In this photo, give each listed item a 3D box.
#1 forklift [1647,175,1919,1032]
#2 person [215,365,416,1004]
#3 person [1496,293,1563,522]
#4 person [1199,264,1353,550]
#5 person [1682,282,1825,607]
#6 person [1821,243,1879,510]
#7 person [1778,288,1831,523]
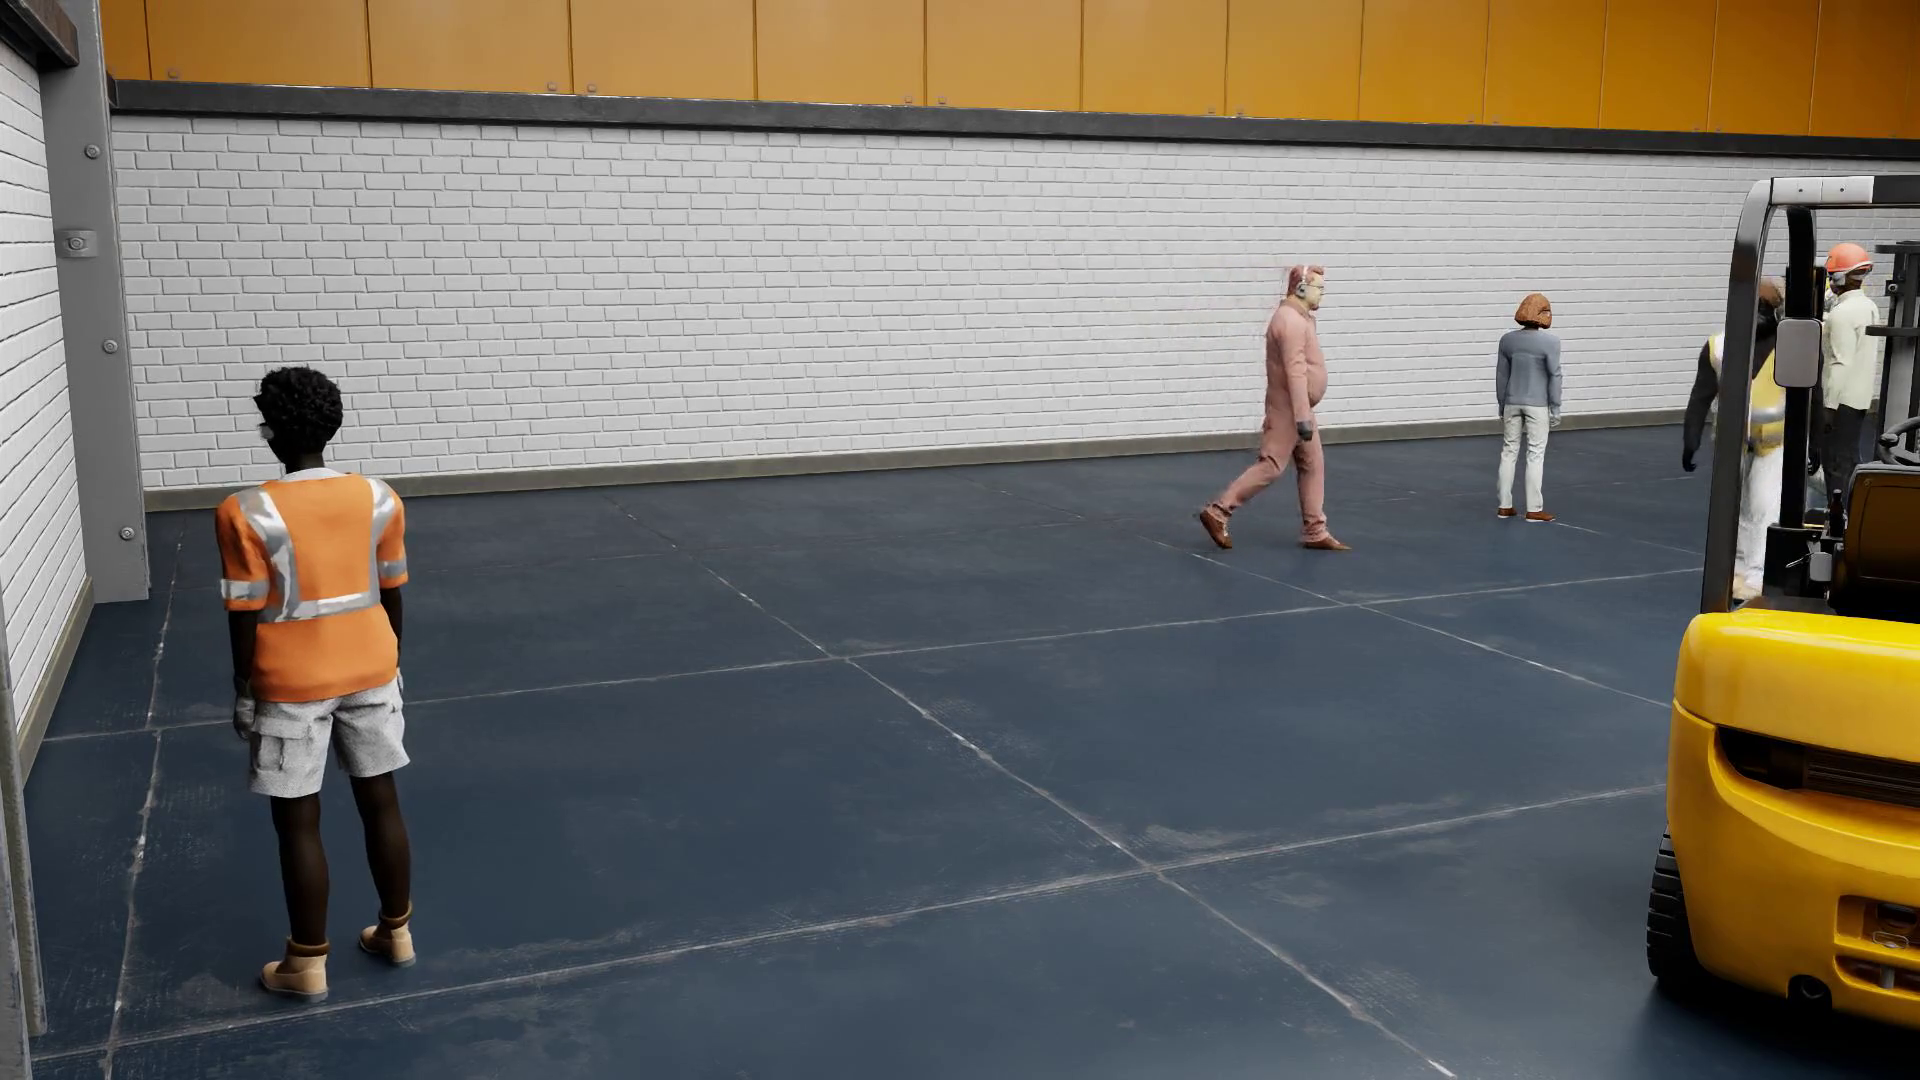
[{"bbox_3d":[2.810,0.094,4.662,1.214,2.155,2.313,7,12,34],"label":"forklift"},{"bbox_3d":[-1.713,0.379,4.486,0.320,1.690,0.524,8,13,38],"label":"person"},{"bbox_3d":[4.084,-0.948,11.947,0.277,1.633,0.507,-8,13,-39],"label":"person"},{"bbox_3d":[2.063,-0.848,10.769,0.931,1.876,0.641,3,11,15],"label":"person"},{"bbox_3d":[4.376,-0.524,9.210,0.659,1.784,0.971,8,13,36],"label":"person"},{"bbox_3d":[5.599,-0.881,10.591,0.390,1.990,0.623,9,14,42],"label":"person"},{"bbox_3d":[5.833,-0.906,11.281,0.688,1.802,0.604,10,14,43],"label":"person"}]
